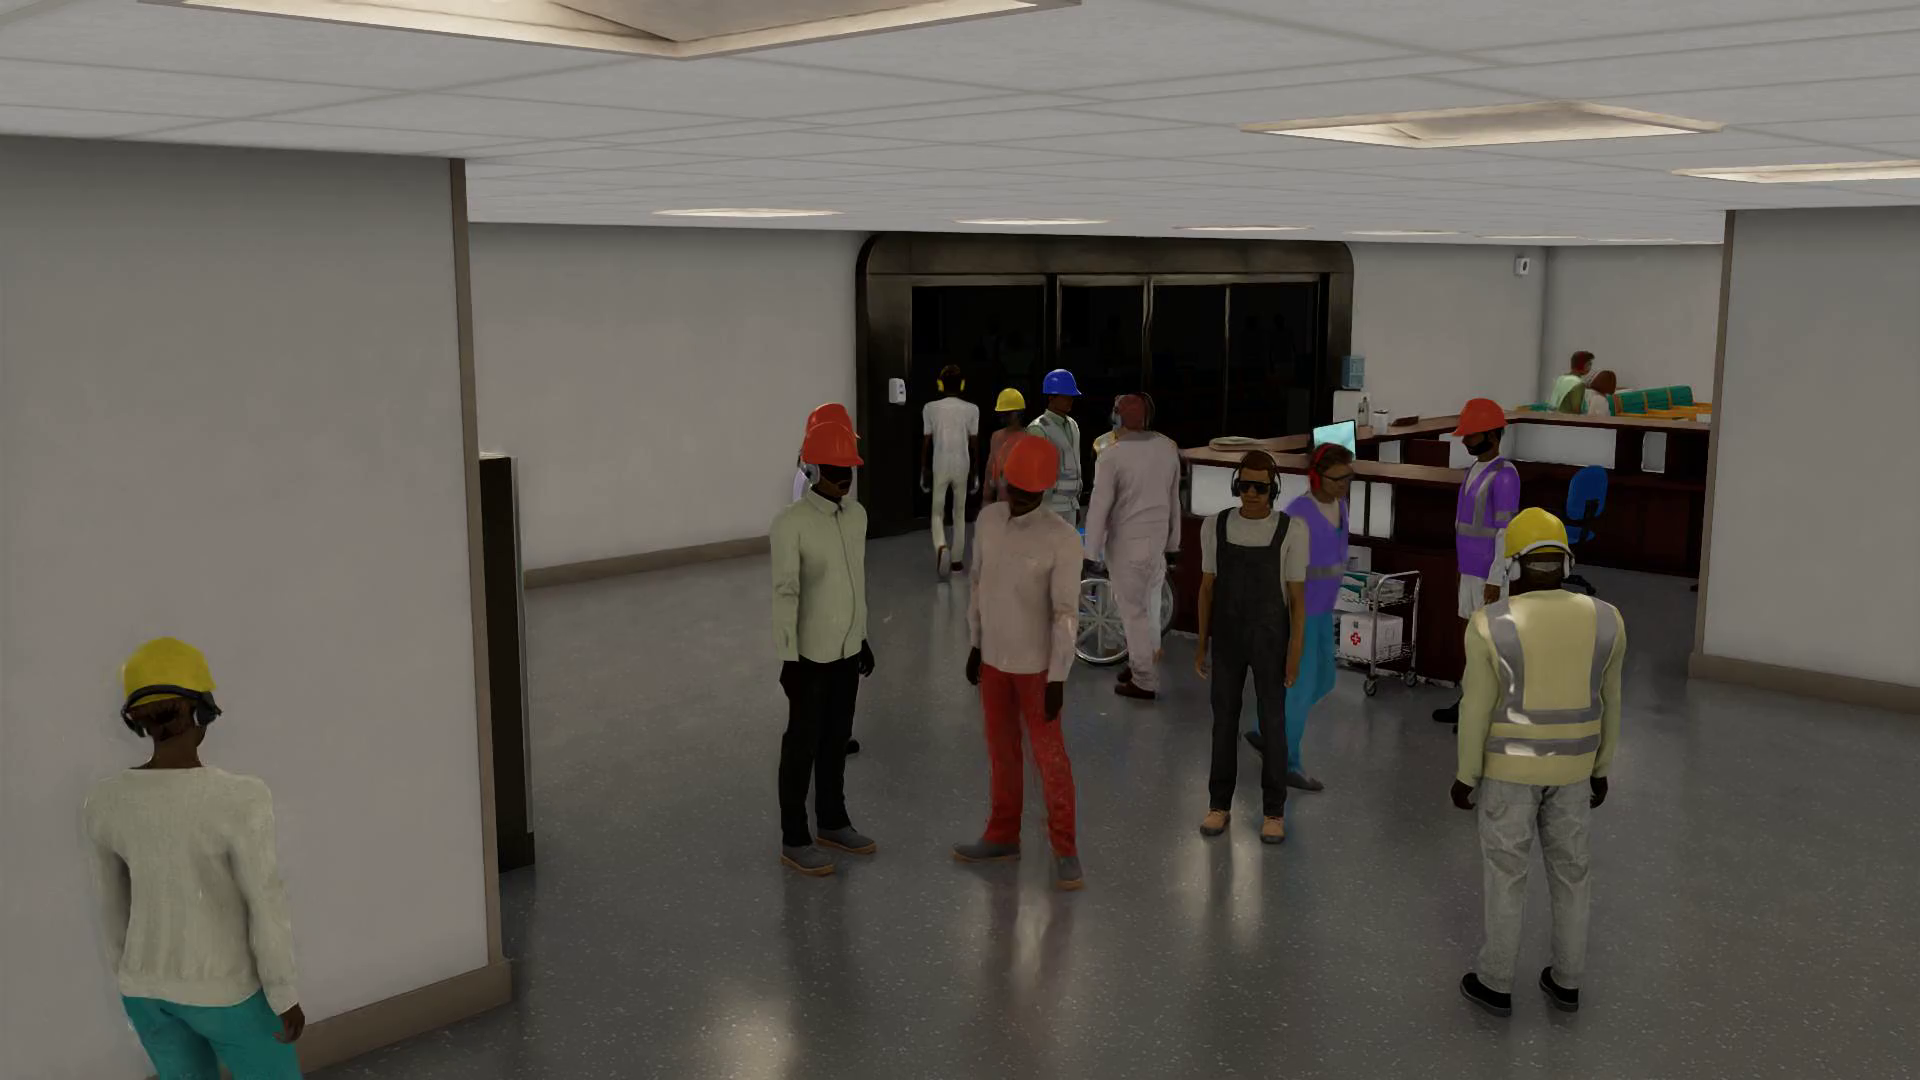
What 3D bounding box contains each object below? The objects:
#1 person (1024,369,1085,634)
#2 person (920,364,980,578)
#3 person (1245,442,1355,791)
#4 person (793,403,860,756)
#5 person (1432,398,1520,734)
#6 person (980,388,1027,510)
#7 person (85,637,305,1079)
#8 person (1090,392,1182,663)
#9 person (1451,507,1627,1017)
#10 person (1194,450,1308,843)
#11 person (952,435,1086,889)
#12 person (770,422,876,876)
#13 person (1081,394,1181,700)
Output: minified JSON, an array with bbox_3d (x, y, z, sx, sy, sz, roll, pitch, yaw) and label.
[{"bbox_3d":[0.689,-0.255,11.948,0.390,1.946,0.614,6,11,31],"label":"person"},{"bbox_3d":[-0.081,-0.592,14.348,0.534,1.847,0.797,0,9,-3],"label":"person"},{"bbox_3d":[1.728,0.387,8.459,0.613,1.805,0.626,6,11,33],"label":"person"},{"bbox_3d":[-0.731,0.212,9.162,0.389,1.928,0.550,-2,10,-14],"label":"person"},{"bbox_3d":[2.958,0.155,9.491,0.370,1.932,0.543,-1,9,-4],"label":"person"},{"bbox_3d":[0.387,-0.290,12.770,0.347,1.758,0.558,-7,11,-35],"label":"person"},{"bbox_3d":[-1.904,1.117,4.139,0.556,1.746,0.437,2,10,14],"label":"person"},{"bbox_3d":[1.186,-0.079,11.238,0.628,1.835,0.429,2,10,14],"label":"person"},{"bbox_3d":[2.035,0.793,5.917,0.586,1.822,0.403,-1,9,-5],"label":"person"},{"bbox_3d":[1.345,0.490,7.726,0.507,1.838,0.342,4,10,24],"label":"person"},{"bbox_3d":[0.253,0.520,7.211,0.388,1.954,0.722,-8,12,-42],"label":"person"},{"bbox_3d":[-0.584,0.467,7.383,0.397,1.992,0.621,6,11,33],"label":"person"},{"bbox_3d":[1.031,0.037,10.341,0.667,1.879,0.606,-8,13,-42],"label":"person"}]
